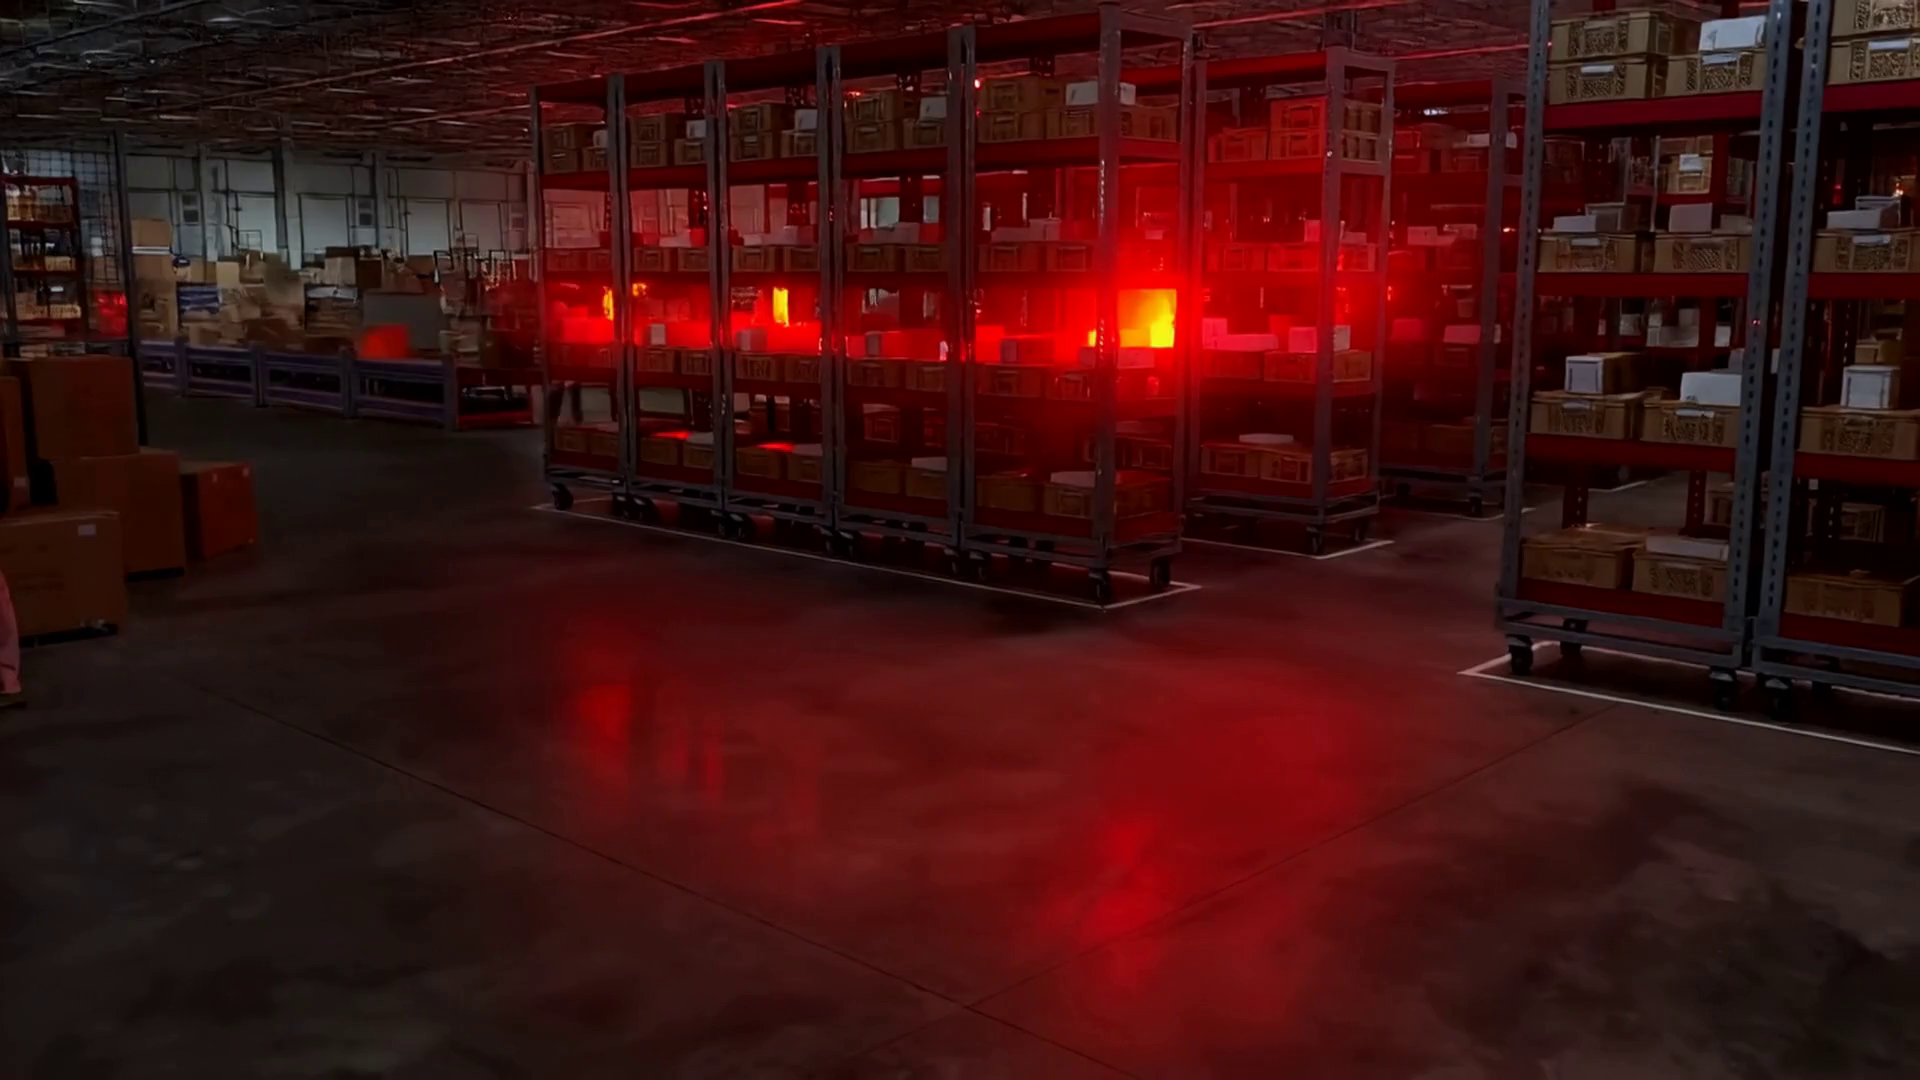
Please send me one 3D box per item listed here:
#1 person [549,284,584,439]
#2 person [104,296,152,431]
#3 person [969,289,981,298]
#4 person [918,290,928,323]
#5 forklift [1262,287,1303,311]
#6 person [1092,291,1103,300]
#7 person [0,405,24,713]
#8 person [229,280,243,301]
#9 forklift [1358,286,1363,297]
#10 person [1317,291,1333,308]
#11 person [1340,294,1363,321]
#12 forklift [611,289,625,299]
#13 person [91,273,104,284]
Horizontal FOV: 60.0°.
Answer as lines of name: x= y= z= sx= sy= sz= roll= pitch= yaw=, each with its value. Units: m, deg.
person: x=-4.671 y=-2.207 z=20.142 sx=0.846 sy=2.007 sz=0.637 roll=0 pitch=9 yaw=1
person: x=-10.762 y=-2.253 z=21.275 sx=0.821 sy=1.737 sz=0.528 roll=2 pitch=10 yaw=13
person: x=0.296 y=-6.894 z=48.943 sx=0.790 sy=1.989 sz=0.461 roll=-7 pitch=12 yaw=-38
person: x=-1.012 y=-5.630 z=41.723 sx=0.406 sy=1.821 sz=0.600 roll=-4 pitch=10 yaw=-21
forklift: x=10.769 y=-8.203 z=54.240 sx=1.129 sy=2.768 sz=1.873 roll=8 pitch=12 yaw=42
person: x=4.913 y=-8.396 z=59.053 sx=0.530 sy=1.693 sz=0.321 roll=-2 pitch=9 yaw=-12
person: x=-4.616 y=-0.174 z=7.712 sx=0.378 sy=1.996 sz=0.610 roll=-7 pitch=11 yaw=-35
person: x=-20.500 y=-6.589 z=47.276 sx=0.579 sy=1.915 sz=0.557 roll=0 pitch=9 yaw=3
forklift: x=11.100 y=-7.017 z=46.970 sx=1.873 sy=2.768 sz=1.129 roll=9 pitch=13 yaw=43
person: x=5.436 y=-2.923 z=25.037 sx=0.373 sy=1.840 sz=0.571 roll=-2 pitch=9 yaw=-9
person: x=4.647 y=-2.024 z=19.640 sx=0.645 sy=1.807 sz=0.585 roll=-3 pitch=10 yaw=-20
forklift: x=-17.755 y=-13.428 z=86.273 sx=1.129 sy=2.768 sz=1.873 roll=9 pitch=13 yaw=43
person: x=-36.128 y=-10.258 z=69.859 sx=1.023 sy=1.893 sz=0.620 roll=2 pitch=10 yaw=14
